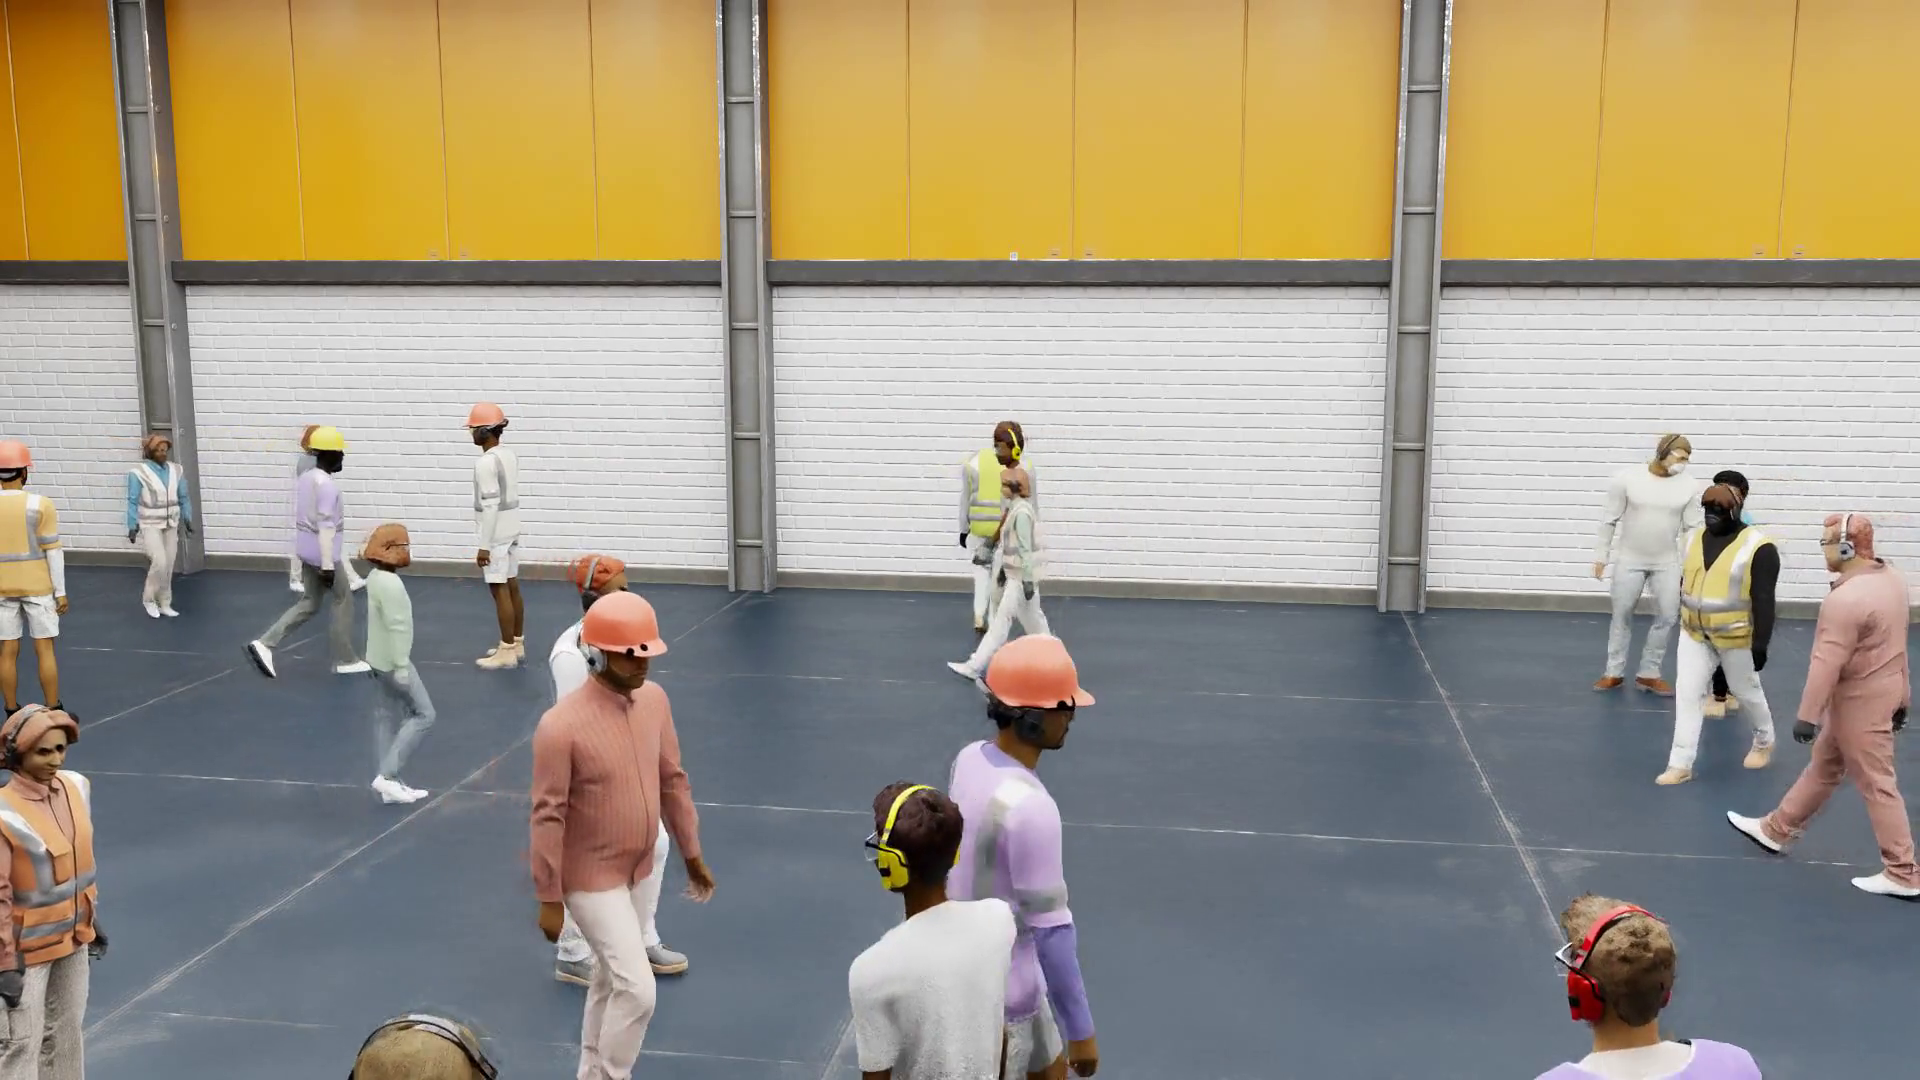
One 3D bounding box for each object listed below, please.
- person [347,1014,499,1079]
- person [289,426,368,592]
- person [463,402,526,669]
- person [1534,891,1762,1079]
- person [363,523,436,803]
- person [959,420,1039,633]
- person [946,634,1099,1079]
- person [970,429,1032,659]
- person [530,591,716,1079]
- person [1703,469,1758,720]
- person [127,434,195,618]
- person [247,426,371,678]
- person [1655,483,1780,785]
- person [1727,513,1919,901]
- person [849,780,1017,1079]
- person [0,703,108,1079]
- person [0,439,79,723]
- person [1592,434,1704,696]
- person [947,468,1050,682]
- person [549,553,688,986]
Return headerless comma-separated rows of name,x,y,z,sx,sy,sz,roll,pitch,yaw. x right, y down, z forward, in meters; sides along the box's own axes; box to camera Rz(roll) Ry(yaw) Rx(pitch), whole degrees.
person,-0.796,1.645,2.720,0.640,1.918,0.619,0,9,-2
person,-5.982,-0.279,15.594,0.866,1.581,0.526,2,10,15
person,-3.558,-0.033,12.693,0.397,2.043,0.609,1,9,4
person,1.324,1.607,3.283,0.563,1.812,0.923,-2,9,-10
person,-3.174,0.704,9.414,0.341,1.620,0.520,-5,11,-30
person,0.330,-0.077,13.655,0.646,1.821,0.500,3,10,15
person,0.258,1.260,4.841,0.961,2.000,0.632,-2,9,-14
person,0.404,0.066,12.721,0.643,1.843,0.516,0,9,-1
person,-1.124,1.139,5.683,0.640,1.965,0.618,4,10,22
person,5.184,0.368,11.281,0.534,1.698,0.318,-8,12,-42
person,-6.957,-0.114,14.466,0.380,1.619,0.530,4,10,25
person,-4.845,0.102,12.346,0.827,1.898,0.598,-7,12,-38
person,4.595,0.547,9.938,0.958,1.805,0.638,-6,11,-33
person,4.301,0.788,8.209,0.655,1.848,1.023,-9,13,-44
person,-0.029,1.484,3.956,0.518,1.842,0.757,-7,12,-37
person,-3.007,1.340,5.470,0.314,1.639,0.515,1,9,7
person,-6.132,0.311,10.888,0.543,1.941,0.352,-1,9,-8
person,4.898,0.179,11.862,0.692,1.902,0.422,2,10,15
person,0.339,0.272,12.166,0.863,1.593,0.540,0,9,1
person,-1.427,0.982,6.976,0.698,1.859,0.620,2,9,14
